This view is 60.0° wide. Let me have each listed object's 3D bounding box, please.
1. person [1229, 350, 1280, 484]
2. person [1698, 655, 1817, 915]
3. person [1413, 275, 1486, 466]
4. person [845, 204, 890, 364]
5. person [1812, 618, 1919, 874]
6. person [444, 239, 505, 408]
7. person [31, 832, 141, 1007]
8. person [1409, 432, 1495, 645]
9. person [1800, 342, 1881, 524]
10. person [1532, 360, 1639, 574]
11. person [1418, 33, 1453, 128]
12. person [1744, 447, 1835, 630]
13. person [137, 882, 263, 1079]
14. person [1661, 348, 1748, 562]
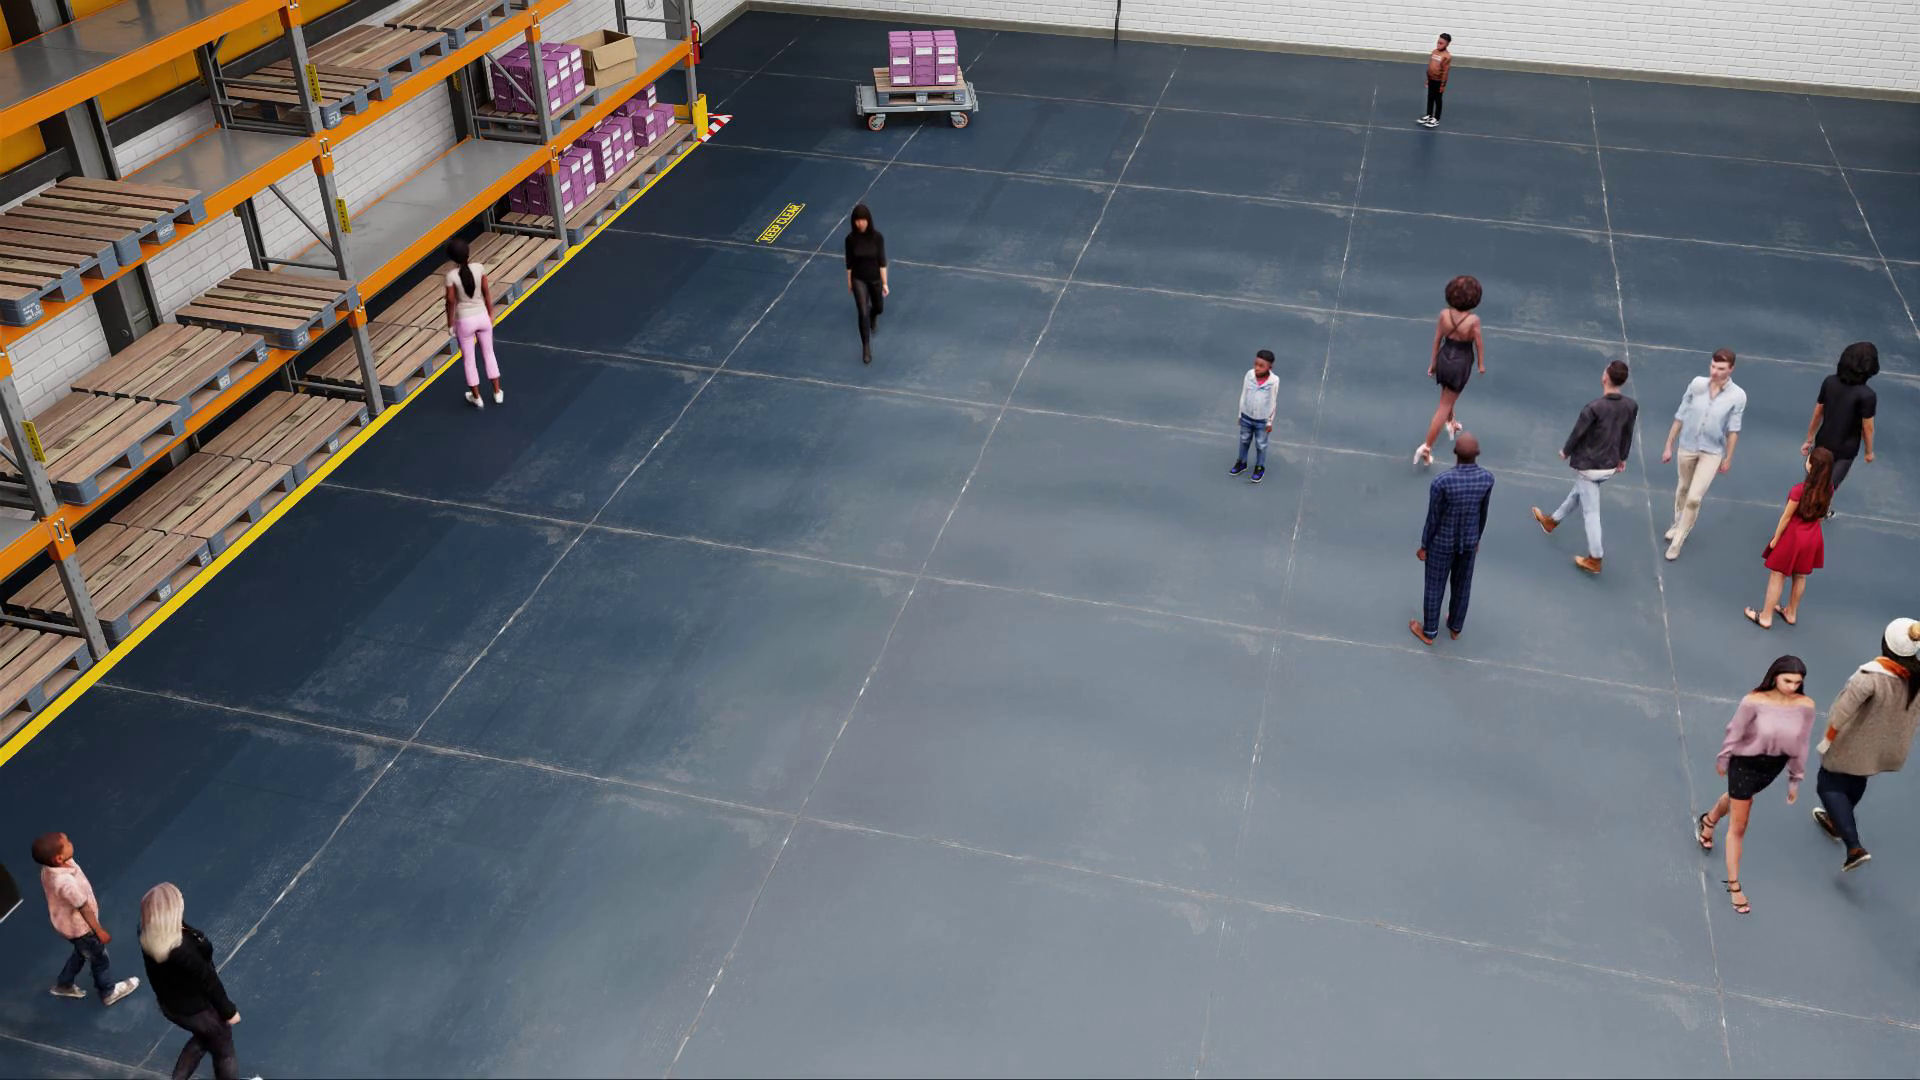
[{"bbox_3d":[2.664,-1.135,14.861,0.540,1.260,0.571,21,39,28],"label":"person"},{"bbox_3d":[5.017,1.418,10.571,0.770,1.756,1.150,2,34,3],"label":"person"},{"bbox_3d":[4.374,-1.465,14.927,0.932,1.736,1.174,29,43,36],"label":"person"},{"bbox_3d":[-0.935,-2.651,16.818,0.816,1.617,1.052,-4,34,-6],"label":"person"},{"bbox_3d":[5.834,1.317,10.620,0.929,1.871,1.102,-4,34,-6],"label":"person"},{"bbox_3d":[-4.641,-2.062,15.824,0.708,1.738,0.790,-20,38,-27],"label":"person"},{"bbox_3d":[-5.231,2.259,9.720,0.777,1.298,0.694,-27,42,-34],"label":"person"},{"bbox_3d":[3.764,-0.009,12.663,0.749,1.817,0.750,-6,34,-9],"label":"person"},{"bbox_3d":[7.235,-0.767,13.817,1.155,1.802,1.122,-16,37,-23],"label":"person"},{"bbox_3d":[5.204,-0.537,13.478,1.077,1.794,1.190,-14,36,-20],"label":"person"},{"bbox_3d":[6.495,-6.261,22.578,0.649,1.255,0.583,-16,37,-23],"label":"person"},{"bbox_3d":[6.511,-0.017,12.919,0.678,1.548,0.733,-9,35,-13],"label":"person"},{"bbox_3d":[-4.199,2.569,8.921,0.782,1.667,0.884,22,39,29],"label":"person"},{"bbox_3d":[6.197,-0.782,13.817,0.907,1.827,1.030,28,43,35],"label":"person"}]
